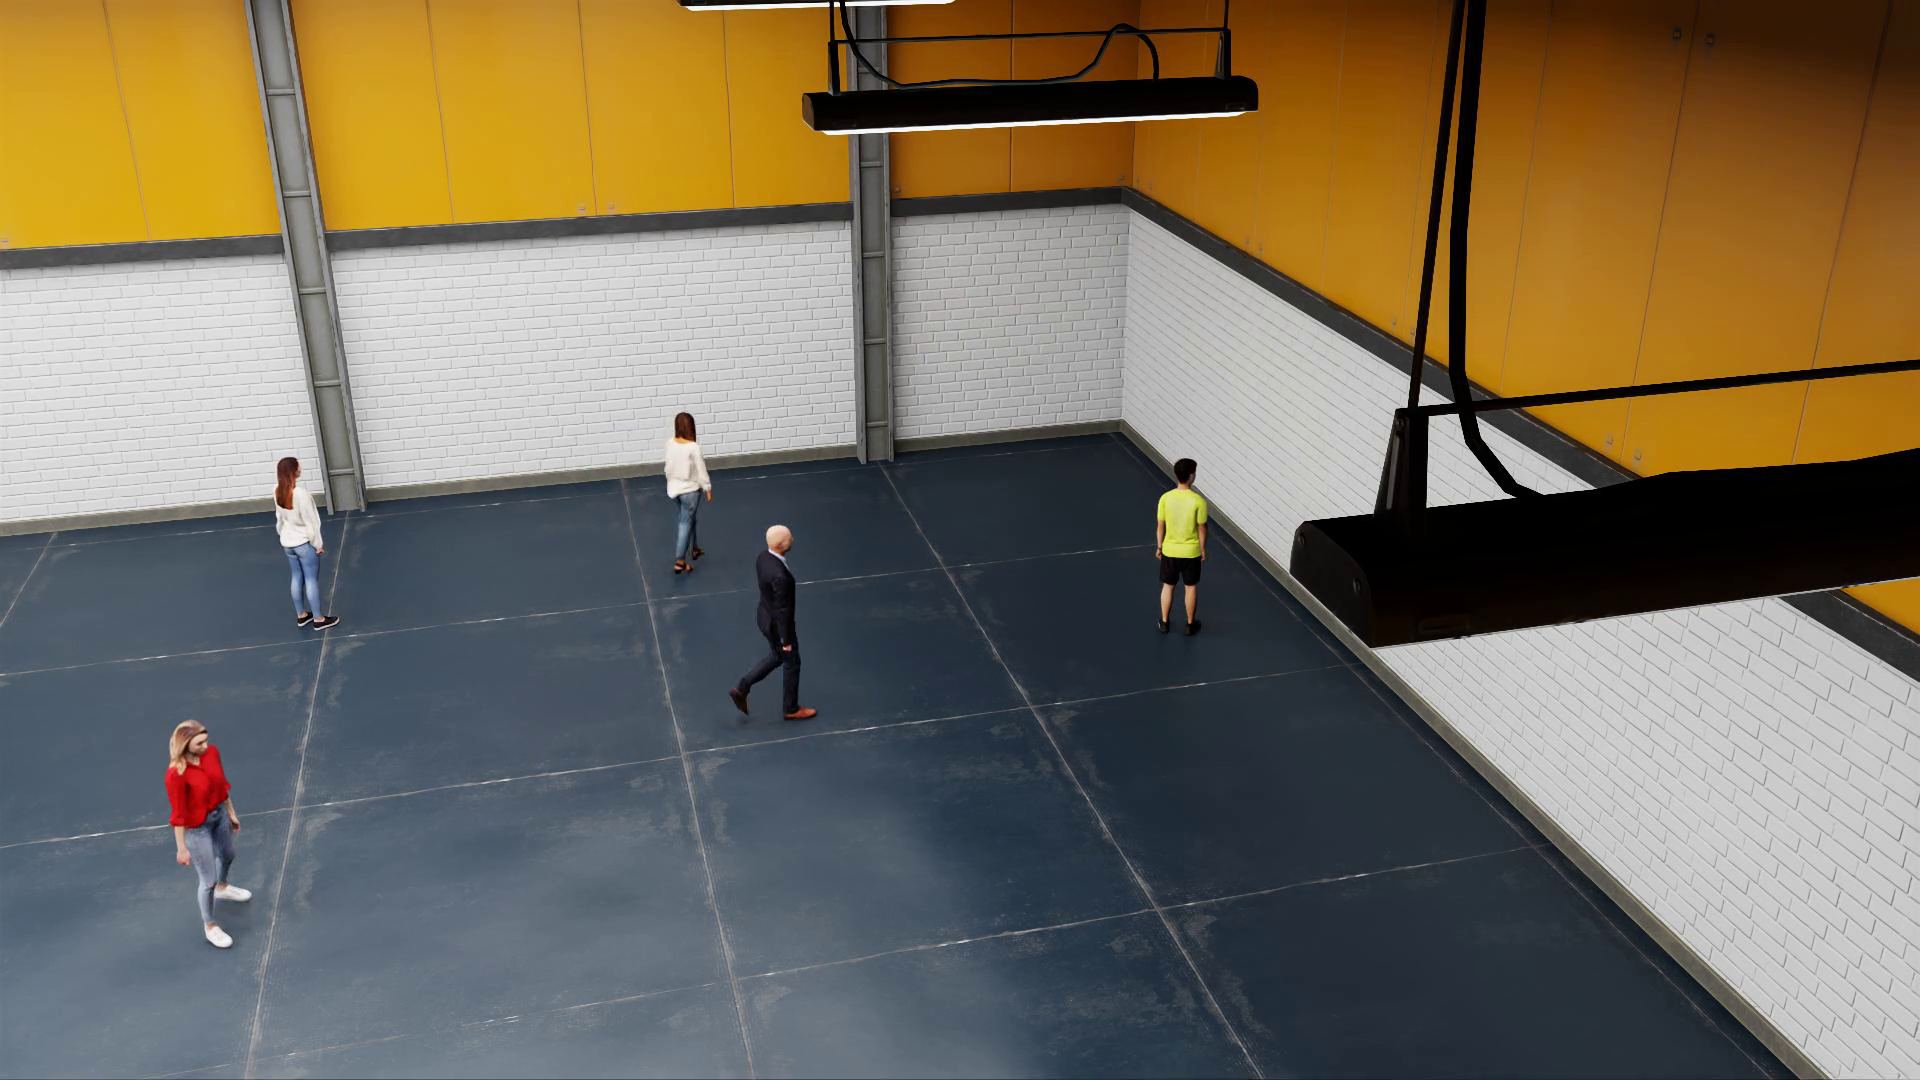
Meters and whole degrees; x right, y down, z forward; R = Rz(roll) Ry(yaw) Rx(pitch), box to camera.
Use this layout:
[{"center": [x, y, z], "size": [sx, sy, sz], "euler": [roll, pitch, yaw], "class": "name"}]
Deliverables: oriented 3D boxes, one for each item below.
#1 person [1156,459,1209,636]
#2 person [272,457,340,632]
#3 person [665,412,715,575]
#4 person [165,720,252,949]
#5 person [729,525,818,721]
[{"center": [2.052, 0.067, 15.388], "size": [0.662, 1.706, 0.766], "euler": [8, 25, 17], "class": "person"}, {"center": [-6.145, 0.024, 15.505], "size": [0.699, 1.692, 0.761], "euler": [13, 27, 27], "class": "person"}, {"center": [-2.809, -0.447, 16.618], "size": [0.858, 1.663, 0.927], "euler": [16, 29, 33], "class": "person"}, {"center": [-5.069, 1.927, 11.154], "size": [0.926, 1.688, 0.919], "euler": [7, 25, 15], "class": "person"}, {"center": [-1.588, 0.712, 13.818], "size": [0.997, 1.781, 0.777], "euler": [-10, 25, -21], "class": "person"}]
